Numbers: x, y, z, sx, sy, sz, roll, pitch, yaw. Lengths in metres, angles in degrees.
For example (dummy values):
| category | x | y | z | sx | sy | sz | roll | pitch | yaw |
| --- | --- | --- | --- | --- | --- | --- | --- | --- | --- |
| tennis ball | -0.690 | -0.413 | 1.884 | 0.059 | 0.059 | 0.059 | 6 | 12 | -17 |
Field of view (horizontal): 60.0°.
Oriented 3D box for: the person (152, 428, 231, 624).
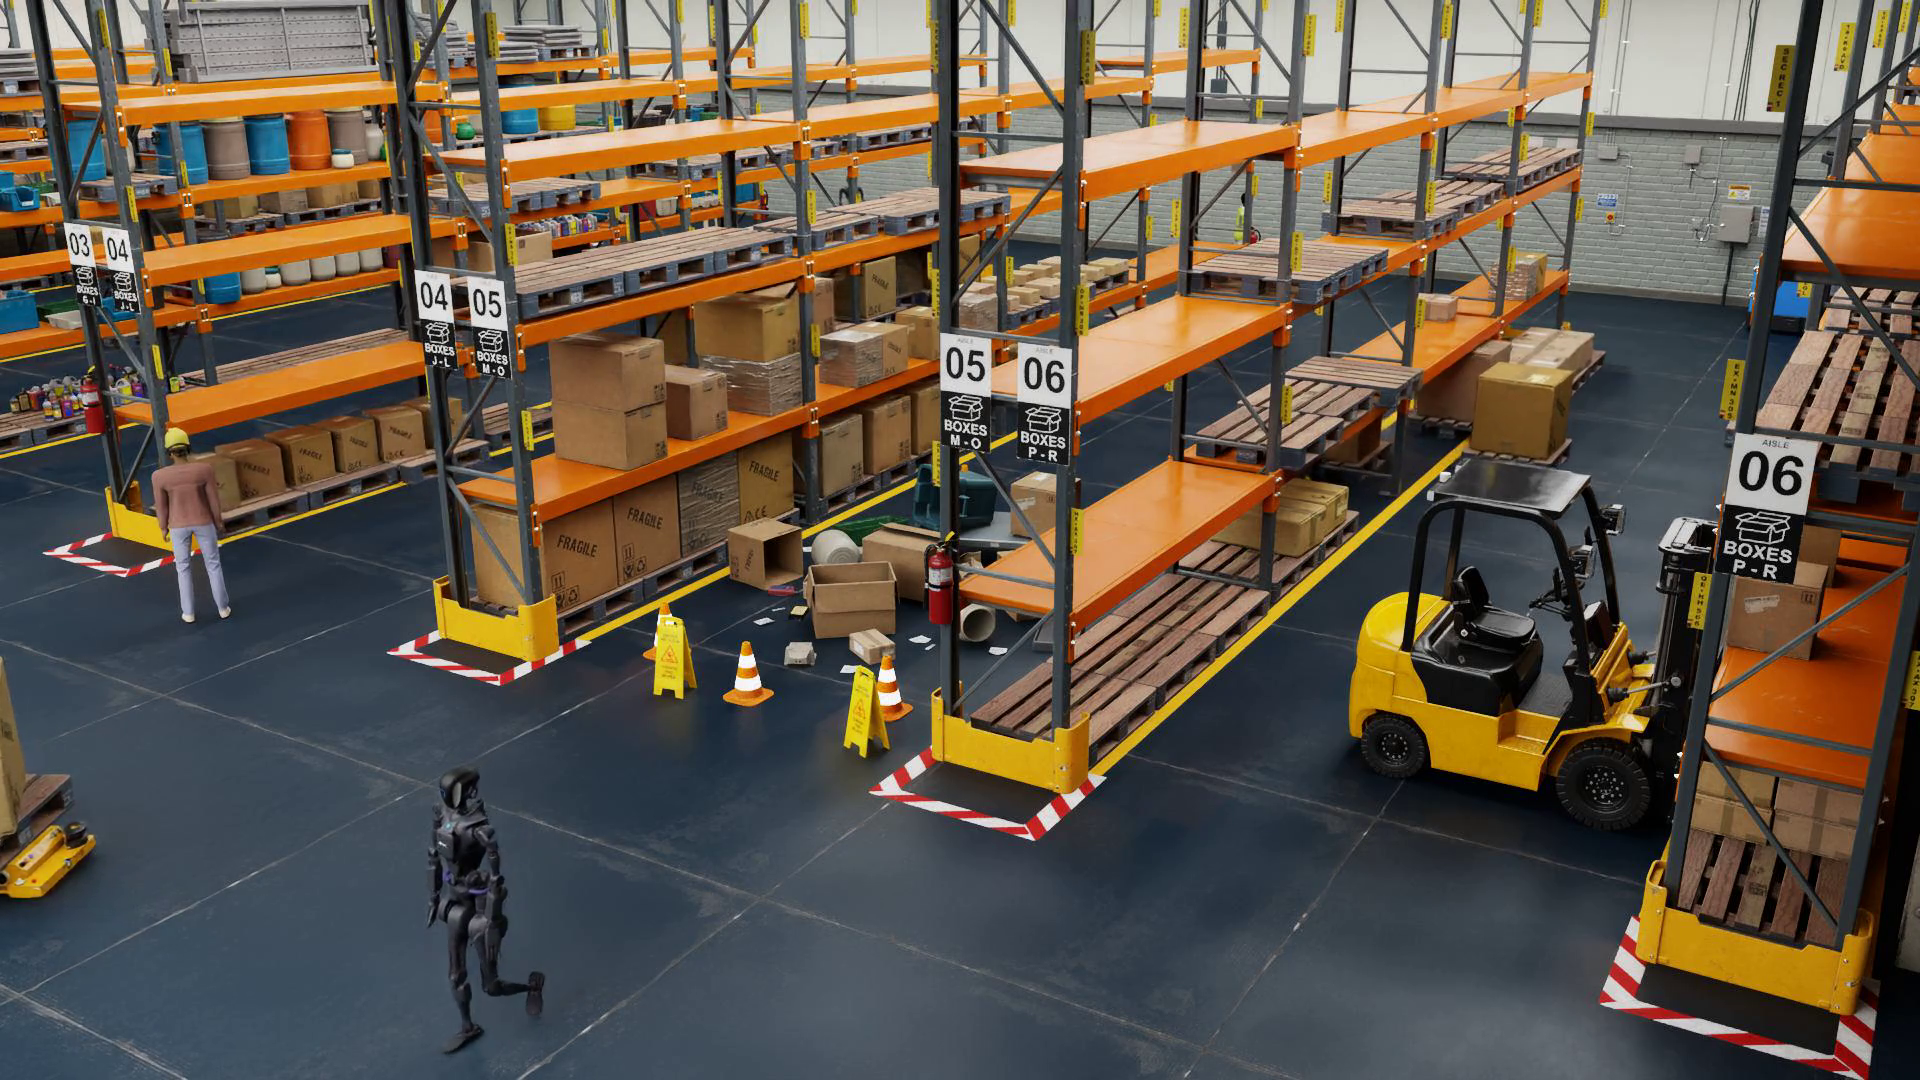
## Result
| category | x | y | z | sx | sy | sz | roll | pitch | yaw |
| --- | --- | --- | --- | --- | --- | --- | --- | --- | --- |
| person | -6.808 | -0.133 | 14.725 | 0.521 | 1.760 | 0.341 | -8 | 21 | -22 |

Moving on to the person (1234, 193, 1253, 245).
| category | x | y | z | sx | sy | sz | roll | pitch | yaw |
| --- | --- | --- | --- | --- | --- | --- | --- | --- | --- |
| person | 5.172 | -5.510 | 30.375 | 0.319 | 1.687 | 0.538 | -1 | 19 | -2 |

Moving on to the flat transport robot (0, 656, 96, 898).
| category | x | y | z | sx | sy | sz | roll | pitch | yaw |
| --- | --- | --- | --- | --- | --- | --- | --- | --- | --- |
| flat transport robot | -6.439 | 2.054 | 10.676 | 1.431 | 0.231 | 0.659 | 0 | 19 | 1 |

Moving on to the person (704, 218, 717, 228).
| category | x | y | z | sx | sy | sz | roll | pitch | yaw |
| --- | --- | --- | --- | --- | --- | --- | --- | --- | --- |
| person | -5.238 | -7.062 | 34.863 | 0.489 | 1.688 | 0.347 | -5 | 20 | -15 |

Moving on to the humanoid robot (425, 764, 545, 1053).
| category | x | y | z | sx | sy | sz | roll | pitch | yaw |
| --- | --- | --- | --- | --- | --- | --- | --- | --- | --- |
| humanoid robot | -2.578 | 1.924 | 8.910 | 0.588 | 1.637 | 0.589 | 12 | 23 | 32 |

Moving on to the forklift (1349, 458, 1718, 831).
| category | x | y | z | sx | sy | sz | roll | pitch | yaw |
| --- | --- | --- | --- | --- | --- | --- | --- | --- | --- |
| forklift | 3.988 | 0.658 | 11.776 | 2.313 | 2.155 | 1.214 | 11 | 22 | 29 |

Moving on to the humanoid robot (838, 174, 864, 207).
| category | x | y | z | sx | sy | sz | roll | pitch | yaw |
| --- | --- | --- | --- | --- | --- | --- | --- | --- | --- |
| humanoid robot | -2.139 | -6.509 | 33.300 | 0.613 | 1.631 | 0.620 | -9 | 21 | -25 |

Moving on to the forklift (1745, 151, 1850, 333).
| category | x | y | z | sx | sy | sz | roll | pitch | yaw |
| --- | --- | --- | --- | --- | --- | --- | --- | --- | --- |
| forklift | 13.620 | -4.667 | 26.137 | 1.873 | 2.768 | 1.129 | 11 | 22 | 29 |
